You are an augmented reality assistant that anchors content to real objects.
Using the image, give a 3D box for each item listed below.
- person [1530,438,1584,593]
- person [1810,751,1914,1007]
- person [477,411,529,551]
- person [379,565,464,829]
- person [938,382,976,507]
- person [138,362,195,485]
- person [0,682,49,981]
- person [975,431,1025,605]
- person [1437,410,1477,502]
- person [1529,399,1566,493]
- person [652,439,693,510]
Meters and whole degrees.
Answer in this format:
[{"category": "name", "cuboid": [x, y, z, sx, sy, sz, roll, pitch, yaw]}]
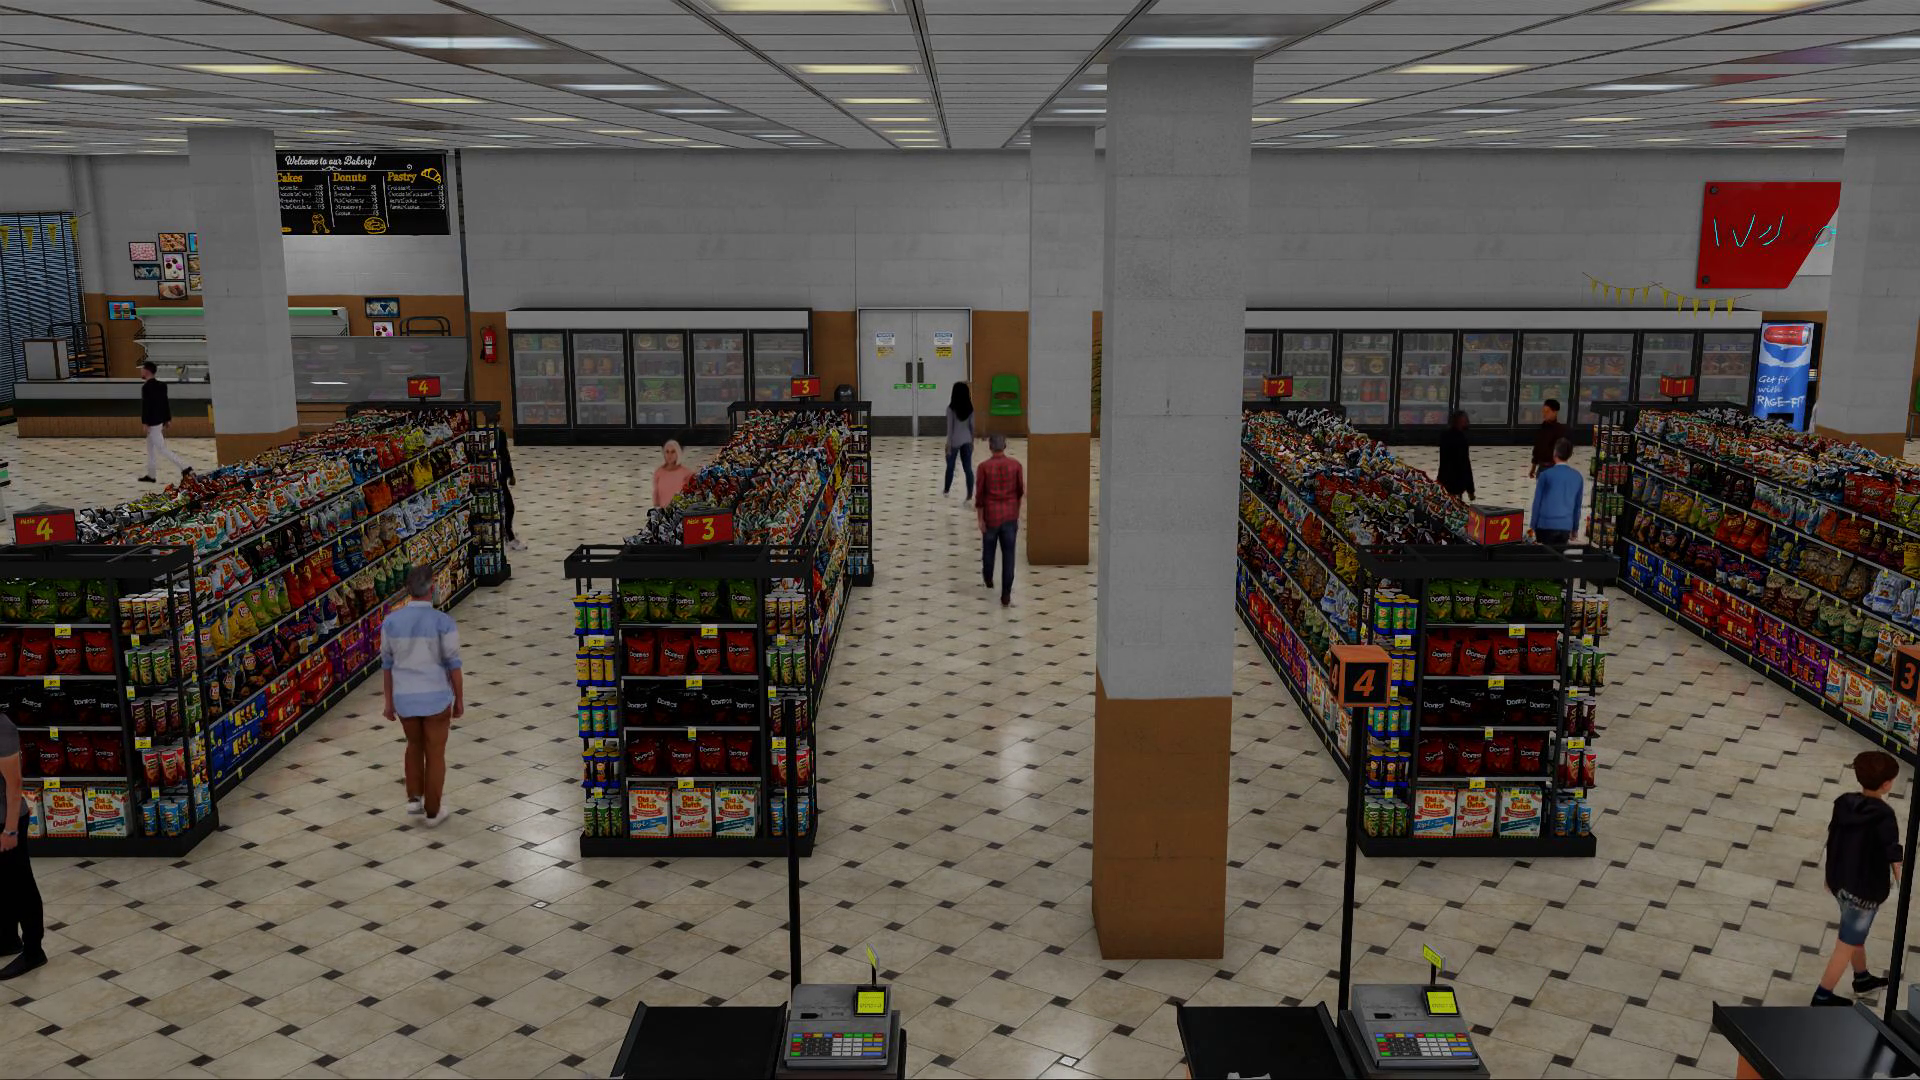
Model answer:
[{"category": "person", "cuboid": [6.170, -0.134, 17.172, 0.752, 1.797, 1.061, -2, 12, -8]}, {"category": "person", "cuboid": [4.673, 1.824, 8.772, 0.695, 1.427, 0.784, -2, 12, -11]}, {"category": "person", "cuboid": [-5.720, -0.776, 20.196, 0.851, 1.807, 1.111, 2, 12, 9]}, {"category": "person", "cuboid": [-3.678, 1.090, 11.303, 0.723, 1.819, 0.665, 1, 12, 5]}, {"category": "person", "cuboid": [0.047, -1.279, 22.878, 0.953, 1.686, 1.230, -5, 13, -24]}, {"category": "person", "cuboid": [-11.790, -1.700, 24.577, 0.811, 1.810, 1.139, 1, 12, 5]}, {"category": "person", "cuboid": [-5.372, 1.545, 9.299, 0.702, 1.756, 0.738, 9, 15, 37]}, {"category": "person", "cuboid": [0.437, -0.195, 17.520, 0.730, 1.773, 1.222, -1, 12, -3]}, {"category": "person", "cuboid": [5.650, -0.587, 19.395, 0.766, 1.767, 1.082, 0, 12, -1]}, {"category": "person", "cuboid": [7.454, -0.878, 20.795, 0.872, 1.760, 0.859, -3, 12, -14]}, {"category": "person", "cuboid": [-3.057, -0.237, 17.869, 0.639, 1.711, 0.951, 1, 12, 3]}]
